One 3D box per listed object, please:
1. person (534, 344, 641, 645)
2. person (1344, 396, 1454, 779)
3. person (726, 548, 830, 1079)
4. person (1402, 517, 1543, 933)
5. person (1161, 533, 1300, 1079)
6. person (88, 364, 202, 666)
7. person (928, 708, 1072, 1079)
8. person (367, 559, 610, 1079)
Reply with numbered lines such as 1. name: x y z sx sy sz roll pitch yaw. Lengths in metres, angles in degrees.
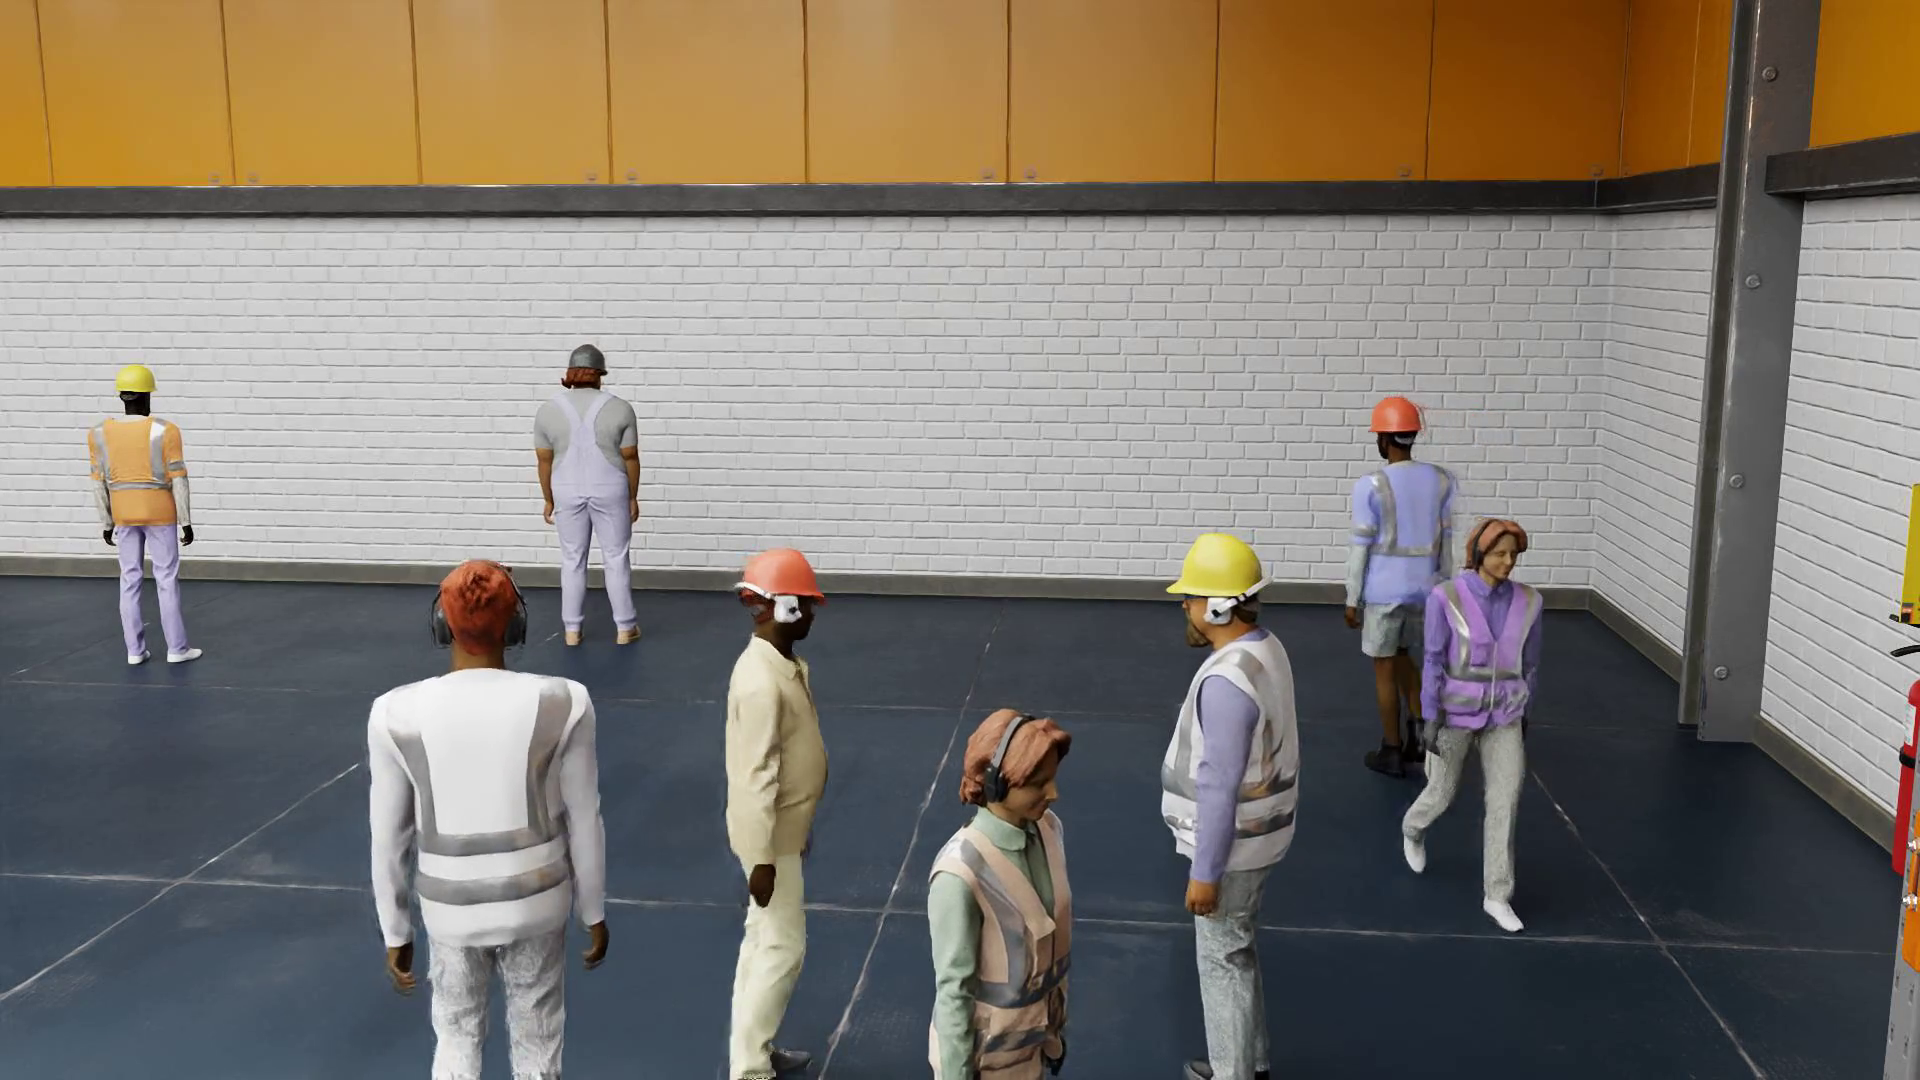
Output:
1. person: -2.477 -0.312 11.195 0.675 2.000 0.537 0 10 -2
2. person: 2.168 0.242 8.334 0.555 1.925 0.397 -4 11 -20
3. person: -0.576 0.891 5.240 0.366 1.722 0.595 -1 10 -3
4. person: 2.047 0.689 6.685 0.520 1.612 0.691 -1 10 -7
5. person: 0.804 0.884 4.992 0.403 1.821 0.591 3 10 18
6. person: -5.191 -0.151 10.598 0.585 1.929 0.371 -1 10 -4
7. person: 0.092 1.181 3.799 0.315 1.638 0.515 5 11 28
8. person: -1.208 0.983 4.299 0.582 1.871 0.505 -1 10 -8
